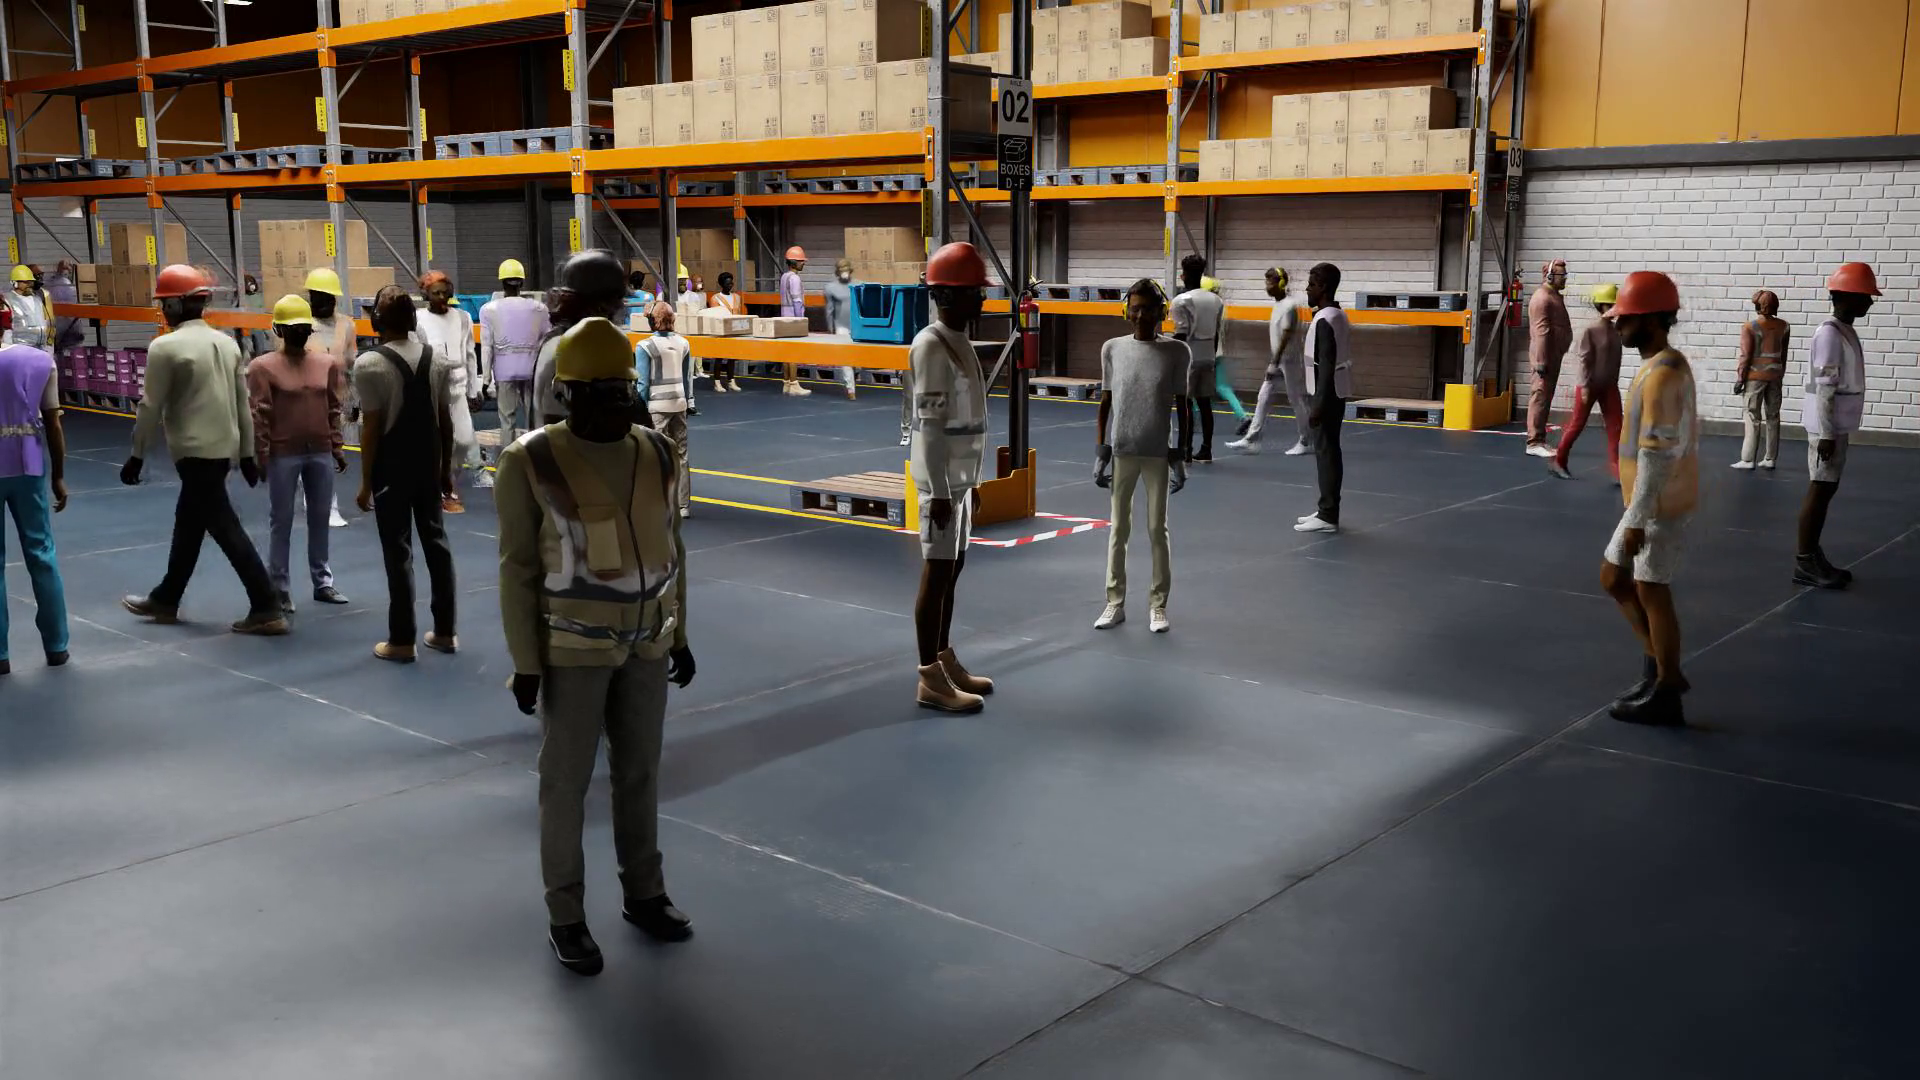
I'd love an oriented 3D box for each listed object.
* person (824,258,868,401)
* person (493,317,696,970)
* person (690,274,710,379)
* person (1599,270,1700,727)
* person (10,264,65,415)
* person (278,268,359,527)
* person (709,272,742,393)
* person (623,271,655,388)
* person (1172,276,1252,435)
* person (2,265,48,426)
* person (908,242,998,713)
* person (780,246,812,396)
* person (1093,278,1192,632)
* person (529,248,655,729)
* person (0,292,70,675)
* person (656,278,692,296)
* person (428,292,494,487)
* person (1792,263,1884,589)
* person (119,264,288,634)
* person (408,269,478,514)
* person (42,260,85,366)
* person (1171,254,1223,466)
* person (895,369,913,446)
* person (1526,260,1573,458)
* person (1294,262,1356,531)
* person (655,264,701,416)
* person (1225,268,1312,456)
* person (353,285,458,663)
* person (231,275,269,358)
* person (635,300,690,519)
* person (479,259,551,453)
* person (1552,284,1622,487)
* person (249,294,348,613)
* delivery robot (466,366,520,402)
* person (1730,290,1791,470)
[{"bbox_3d":[-1.514,-2.836,22.334,0.643,1.903,0.888,-3,10,-16],"label":"person"},{"bbox_3d":[-1.013,0.285,4.752,0.599,1.832,0.404,-9,14,-43],"label":"person"},{"bbox_3d":[-4.098,-3.315,25.849,0.284,1.626,0.500,6,12,31],"label":"person"},{"bbox_3d":[2.915,-0.165,7.032,0.470,1.926,0.597,4,11,21],"label":"person"},{"bbox_3d":[-11.057,-2.379,19.935,0.430,1.836,0.618,2,10,12],"label":"person"},{"bbox_3d":[-4.764,-1.063,12.304,0.831,1.893,0.597,9,13,41],"label":"person"},{"bbox_3d":[-3.287,-2.913,23.380,0.322,1.690,0.537,9,13,41],"label":"person"},{"bbox_3d":[-4.617,-3.018,23.946,0.535,1.697,0.318,1,10,5],"label":"person"},{"bbox_3d":[2.747,-1.992,18.004,0.860,1.727,0.515,8,13,39],"label":"person"},{"bbox_3d":[-10.523,-2.178,18.775,0.404,1.829,0.600,2,10,13],"label":"person"},{"bbox_3d":[-0.023,-0.275,7.333,0.379,2.045,0.605,2,10,12],"label":"person"},{"bbox_3d":[-2.264,-3.010,22.914,0.382,2.041,0.616,-4,11,-22],"label":"person"},{"bbox_3d":[0.954,-0.443,8.797,0.510,1.871,0.328,3,10,15],"label":"person"},{"bbox_3d":[-1.519,-0.210,6.975,0.536,2.000,0.712,-2,10,-11],"label":"person"},{"bbox_3d":[-4.565,-0.268,7.922,0.577,1.853,0.392,-8,13,-39],"label":"person"},{"bbox_3d":[-4.268,-3.313,24.937,0.551,1.936,0.357,-3,10,-15],"label":"person"},{"bbox_3d":[-4.298,-1.269,13.967,0.782,1.705,0.491,3,10,17],"label":"person"},{"bbox_3d":[5.255,-0.682,9.960,0.364,1.934,0.553,7,12,35],"label":"person"},{"bbox_3d":[-4.016,-0.469,8.755,1.050,1.938,0.611,1,10,8],"label":"person"},{"bbox_3d":[-3.962,-1.124,12.693,0.586,1.864,0.478,-8,13,-38],"label":"person"},{"bbox_3d":[-12.559,-2.971,23.221,0.683,1.867,0.696,6,11,29],"label":"person"},{"bbox_3d":[2.159,-1.666,15.478,0.647,1.963,0.372,-8,13,-38],"label":"person"},{"bbox_3d":[-0.419,-1.777,17.054,0.508,1.632,0.271,-1,10,-4],"label":"person"},{"bbox_3d":[5.746,-1.765,16.211,0.408,1.906,0.654,5,11,27],"label":"person"},{"bbox_3d":[2.623,-1.014,11.902,0.394,1.920,0.587,4,11,19],"label":"person"},{"bbox_3d":[-3.359,-2.390,19.980,0.589,1.833,0.404,-8,13,-38],"label":"person"},{"bbox_3d":[3.047,-1.717,16.167,0.934,1.821,0.549,-1,10,-8],"label":"person"},{"bbox_3d":[-2.719,-0.322,8.172,0.326,1.843,0.515,8,13,38],"label":"person"},{"bbox_3d":[-10.271,-3.016,24.104,0.500,1.636,0.280,-9,13,-42],"label":"person"},{"bbox_3d":[-2.189,-0.943,12.290,0.308,1.641,0.514,7,12,35],"label":"person"},{"bbox_3d":[-3.758,-1.402,14.093,0.596,1.923,0.378,-5,11,-24],"label":"person"},{"bbox_3d":[5.460,-1.327,14.258,0.534,1.721,0.926,-4,11,-22],"label":"person"},{"bbox_3d":[-3.682,-0.482,9.310,0.324,1.767,0.533,8,13,40],"label":"person"},{"bbox_3d":[-5.828,-1.927,20.713,0.707,0.478,0.477,-2,10,-12],"label":"delivery robot"},{"bbox_3d":[7.322,-1.454,15.197,0.512,1.642,0.312,-3,10,-15],"label":"person"}]
